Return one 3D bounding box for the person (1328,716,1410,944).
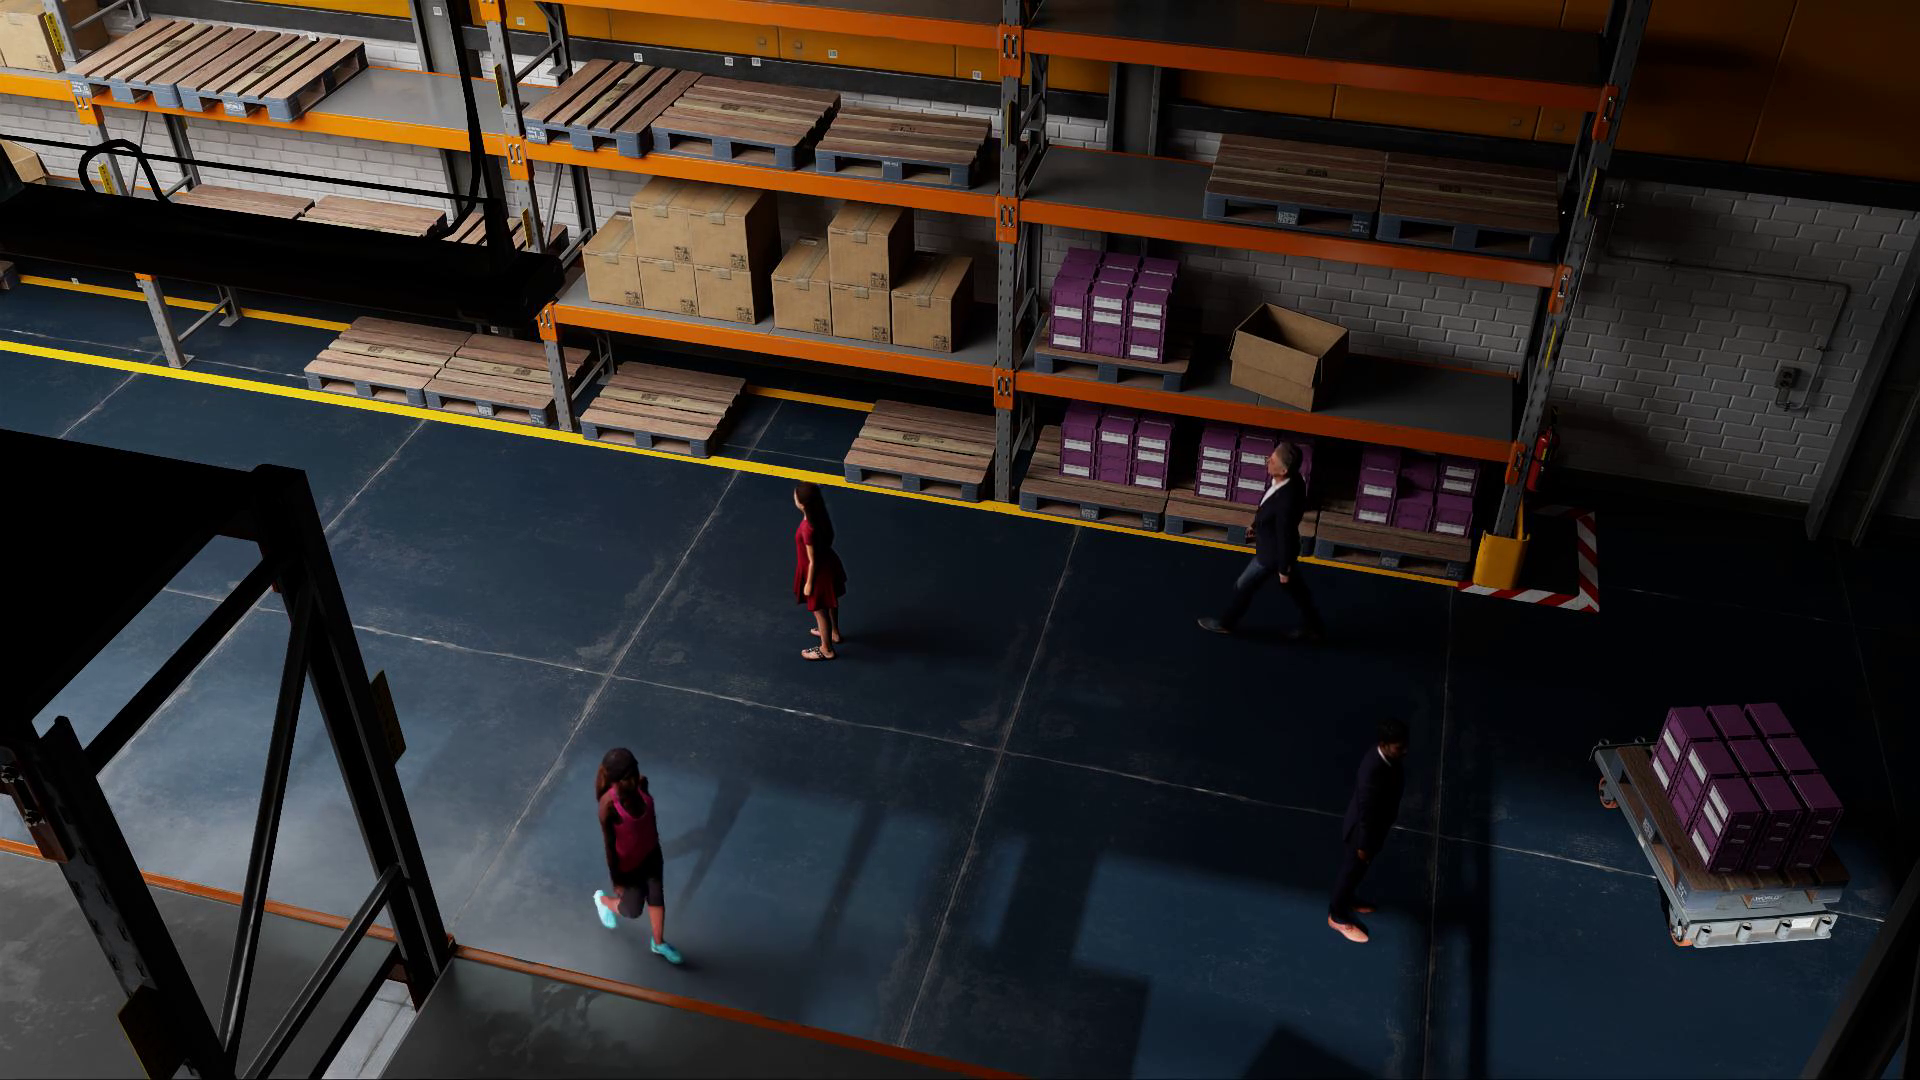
[{"bbox_3d":[2.459,1.717,10.068,0.595,1.726,0.665,17,42,20],"label":"person"}]

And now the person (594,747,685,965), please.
[{"bbox_3d":[-2.000,1.856,9.906,0.966,1.711,0.772,26,45,28],"label":"person"}]

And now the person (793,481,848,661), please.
[{"bbox_3d":[-1.028,0.210,12.094,0.606,1.551,0.549,7,39,9],"label":"person"}]

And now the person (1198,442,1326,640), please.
[{"bbox_3d":[2.395,0.057,12.108,1.161,1.774,0.673,10,40,13],"label":"person"}]
